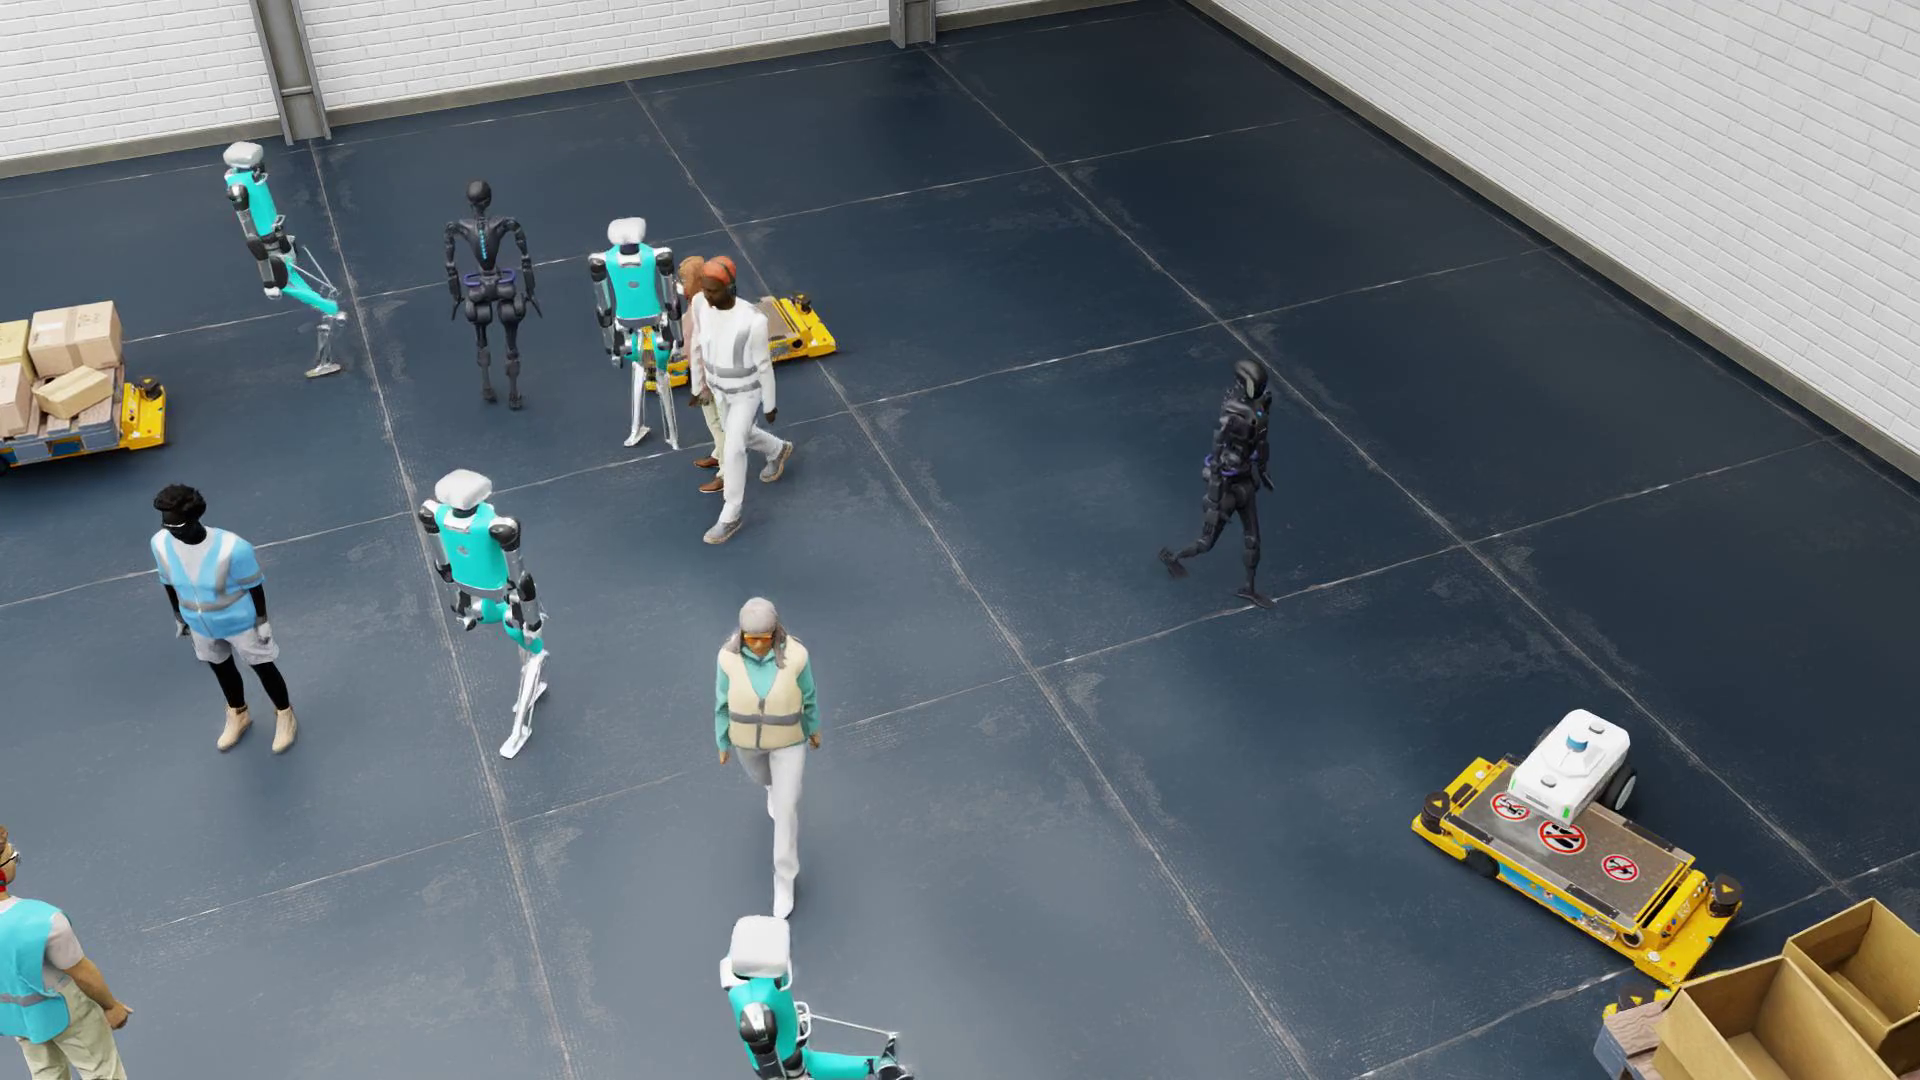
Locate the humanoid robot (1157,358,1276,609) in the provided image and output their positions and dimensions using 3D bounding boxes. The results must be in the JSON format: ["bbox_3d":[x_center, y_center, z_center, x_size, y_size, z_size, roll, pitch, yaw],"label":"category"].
[{"bbox_3d":[1.549,-0.357,9.614,0.737,1.636,0.610,28,45,31],"label":"humanoid robot"}]

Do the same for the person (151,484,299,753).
[{"bbox_3d":[-3.796,0.412,8.564,0.539,1.695,0.317,4,38,5],"label":"person"}]

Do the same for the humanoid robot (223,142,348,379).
[{"bbox_3d":[-4.564,-1.892,11.568,0.689,1.820,0.537,-3,38,-4],"label":"humanoid robot"}]

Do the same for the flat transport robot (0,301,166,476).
[{"bbox_3d":[-6.168,-0.756,11.257,1.431,0.231,0.659,-12,39,-15],"label":"flat transport robot"}]

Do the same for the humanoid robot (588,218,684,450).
[{"bbox_3d":[-2.063,-1.363,10.830,0.536,1.777,0.702,-6,38,-8],"label":"humanoid robot"}]

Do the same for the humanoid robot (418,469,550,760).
[{"bbox_3d":[-2.338,0.274,8.712,0.541,1.774,0.793,11,39,14],"label":"humanoid robot"}]

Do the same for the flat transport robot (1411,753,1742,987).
[{"bbox_3d":[3.033,1.578,8.219,1.431,0.231,0.659,31,47,34],"label":"flat transport robot"}]

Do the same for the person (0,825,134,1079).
[{"bbox_3d":[-3.614,1.853,6.573,0.563,1.838,0.391,3,38,4],"label":"person"}]

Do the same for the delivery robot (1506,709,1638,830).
[{"bbox_3d":[3.109,1.197,8.479,0.511,0.591,0.763,30,46,33],"label":"delivery robot"}]

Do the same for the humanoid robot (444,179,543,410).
[{"bbox_3d":[-3.173,-1.653,11.274,0.608,1.639,0.335,-8,38,-11],"label":"humanoid robot"}]

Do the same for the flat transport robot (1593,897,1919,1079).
[{"bbox_3d":[3.447,2.462,7.069,0.659,0.231,1.431,-11,39,-14],"label":"flat transport robot"}]

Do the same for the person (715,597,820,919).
[{"bbox_3d":[-0.912,0.911,7.934,0.475,1.670,0.874,1,38,1],"label":"person"}]

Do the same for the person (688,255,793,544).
[{"bbox_3d":[-1.353,-0.950,10.213,0.572,1.844,0.918,24,43,28],"label":"person"}]

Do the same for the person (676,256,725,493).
[{"bbox_3d":[-1.605,-1.055,10.523,0.276,1.632,0.507,-7,38,-9],"label":"person"}]

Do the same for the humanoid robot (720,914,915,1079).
[{"bbox_3d":[-0.497,2.050,6.423,1.018,1.752,0.544,-6,38,-7],"label":"humanoid robot"}]

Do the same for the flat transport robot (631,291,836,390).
[{"bbox_3d":[-1.692,-1.461,12.176,1.431,0.231,0.659,-14,40,-18],"label":"flat transport robot"}]
